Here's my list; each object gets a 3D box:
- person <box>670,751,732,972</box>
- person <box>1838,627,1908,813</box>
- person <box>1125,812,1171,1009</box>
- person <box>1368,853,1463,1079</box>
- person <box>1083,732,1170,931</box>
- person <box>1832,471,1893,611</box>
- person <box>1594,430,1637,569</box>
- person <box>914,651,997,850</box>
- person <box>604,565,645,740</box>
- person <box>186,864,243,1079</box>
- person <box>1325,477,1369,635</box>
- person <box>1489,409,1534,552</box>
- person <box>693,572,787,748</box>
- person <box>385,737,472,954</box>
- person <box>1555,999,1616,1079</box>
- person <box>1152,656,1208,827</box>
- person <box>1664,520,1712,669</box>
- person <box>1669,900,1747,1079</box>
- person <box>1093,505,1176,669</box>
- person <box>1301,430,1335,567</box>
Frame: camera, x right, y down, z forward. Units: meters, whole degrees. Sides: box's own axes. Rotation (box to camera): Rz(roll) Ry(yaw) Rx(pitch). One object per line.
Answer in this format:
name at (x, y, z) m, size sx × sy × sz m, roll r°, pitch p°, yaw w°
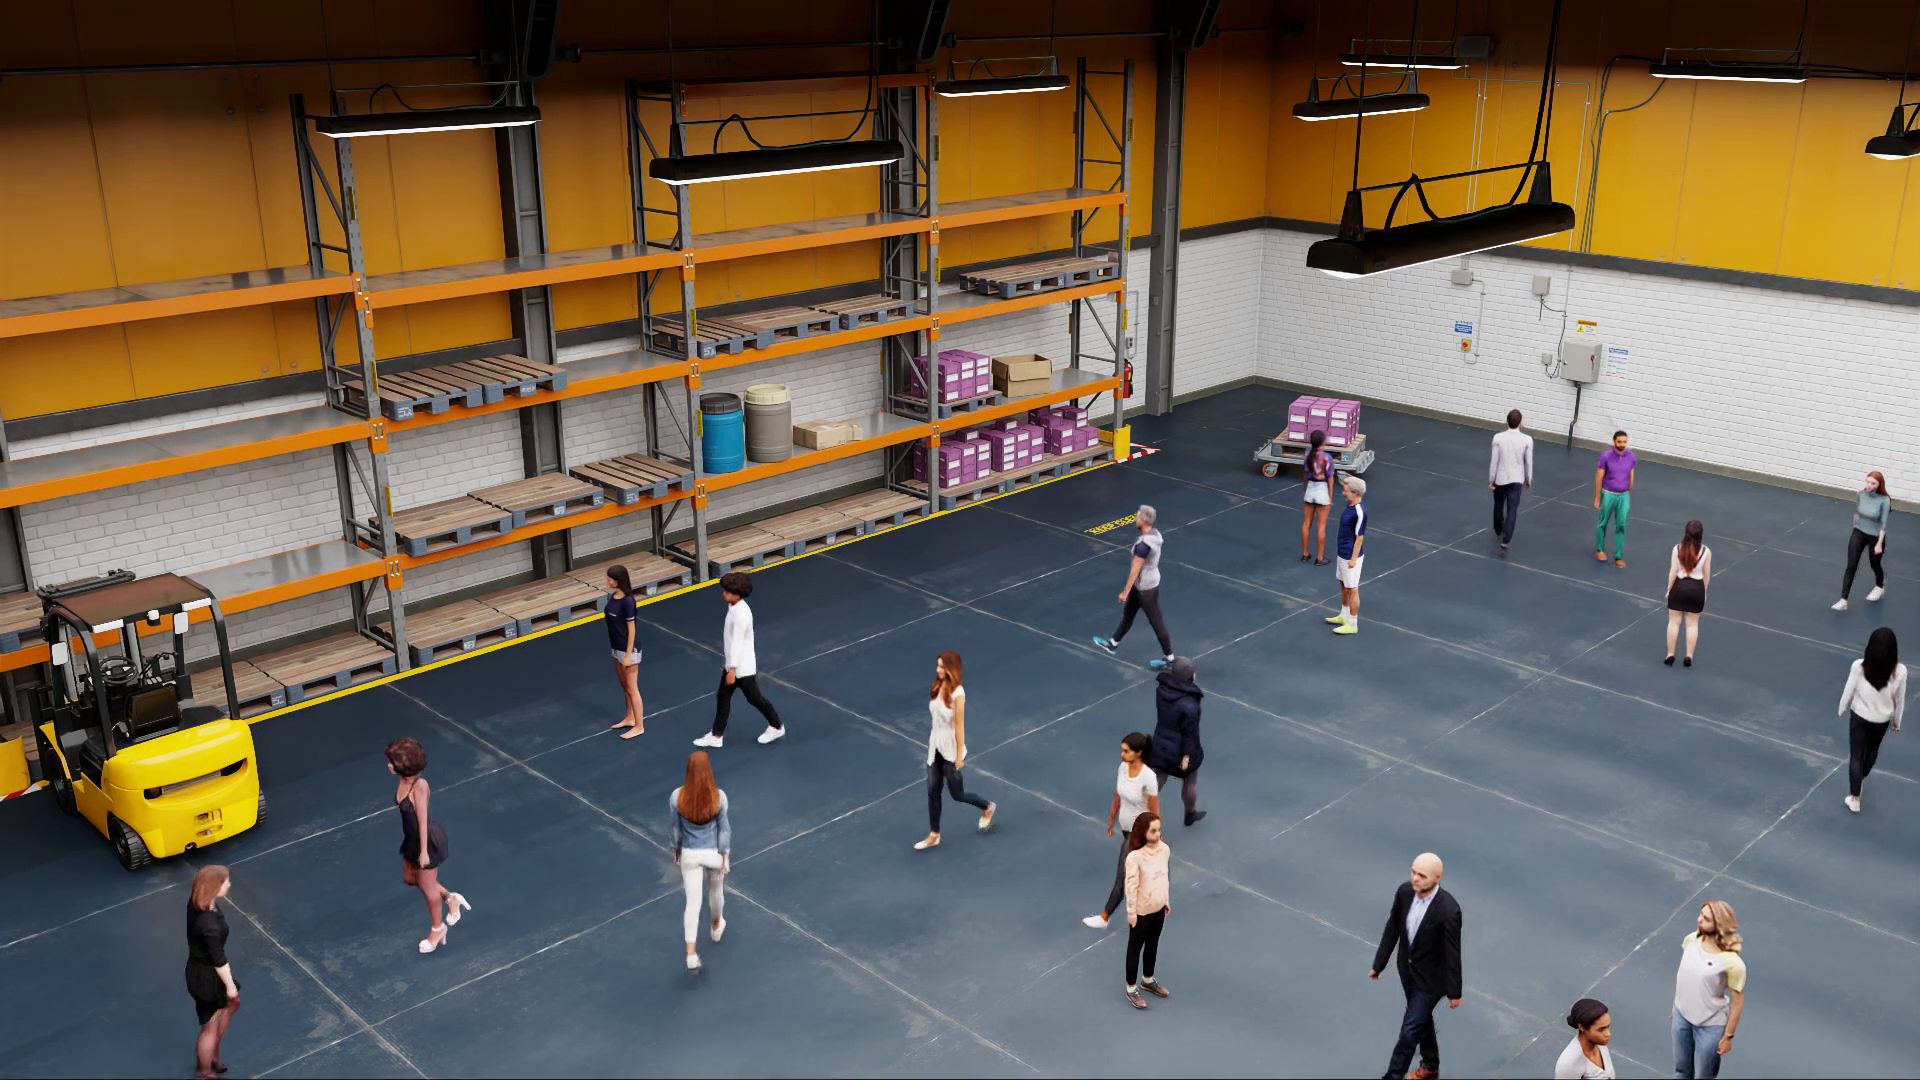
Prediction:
person at (-1.941, 2.413, 12.407) m, size 1.074 × 1.672 × 1.140 m, roll 0°, pitch 19°, yaw 0°
person at (8.097, 1.620, 14.766) m, size 0.925 × 1.670 × 1.092 m, roll 5°, pitch 19°, yaw 16°
person at (1.352, 2.643, 12.016) m, size 0.471 × 1.485 × 0.640 m, roll -15°, pitch 24°, yaw -37°
person at (3.105, 2.846, 10.967) m, size 1.146 × 1.770 × 0.895 m, roll -11°, pitch 21°, yaw -29°
person at (1.446, 2.255, 13.008) m, size 1.161 × 1.588 × 0.793 m, roll -10°, pitch 21°, yaw -27°
person at (10.716, 0.007, 19.536) m, size 1.250 × 1.682 × 0.790 m, roll -11°, pitch 22°, yaw -30°
person at (8.276, -0.564, 21.141) m, size 1.002 × 1.740 × 1.099 m, roll 1°, pitch 19°, yaw 4°
person at (-0.027, 1.775, 14.159) m, size 1.080 × 1.764 × 0.736 m, roll -12°, pitch 22°, yaw -31°
person at (-3.263, 1.067, 16.256) m, size 0.612 × 1.766 × 0.631 m, roll -10°, pitch 21°, yaw -27°
person at (-5.007, 2.919, 10.898) m, size 0.686 × 1.677 × 0.687 m, roll -16°, pitch 24°, yaw -39°
person at (4.427, 0.156, 18.858) m, size 0.769 × 1.833 × 0.721 m, roll -1°, pitch 19°, yaw -3°
person at (7.122, -0.744, 21.557) m, size 1.033 × 1.815 × 1.318 m, roll 7°, pitch 20°, yaw 19°
person at (-2.025, 1.171, 15.940) m, size 1.224 × 1.772 × 0.999 m, roll -5°, pitch 19°, yaw -14°
person at (-3.990, 2.285, 12.631) m, size 0.757 × 1.771 × 0.636 m, roll -16°, pitch 24°, yaw -39°
person at (3.491, 3.371, 9.461) m, size 0.691 × 1.737 × 0.465 m, roll 17°, pitch 25°, yaw 41°
person at (1.781, 1.803, 14.265) m, size 1.118 × 1.642 × 0.747 m, roll -14°, pitch 23°, yaw -36°
person at (7.815, 0.577, 17.897) m, size 0.642 × 1.649 × 0.659 m, roll 5°, pitch 19°, yaw 15°
person at (4.690, 3.029, 10.499) m, size 0.669 × 1.723 × 0.697 m, roll -8°, pitch 20°, yaw -22°
person at (2.087, 0.544, 17.796) m, size 1.143 × 1.775 × 1.229 m, roll 5°, pitch 19°, yaw 14°
person at (4.522, -0.548, 21.088) m, size 0.577 × 1.744 × 0.496 m, roll 17°, pitch 25°, yaw 41°
